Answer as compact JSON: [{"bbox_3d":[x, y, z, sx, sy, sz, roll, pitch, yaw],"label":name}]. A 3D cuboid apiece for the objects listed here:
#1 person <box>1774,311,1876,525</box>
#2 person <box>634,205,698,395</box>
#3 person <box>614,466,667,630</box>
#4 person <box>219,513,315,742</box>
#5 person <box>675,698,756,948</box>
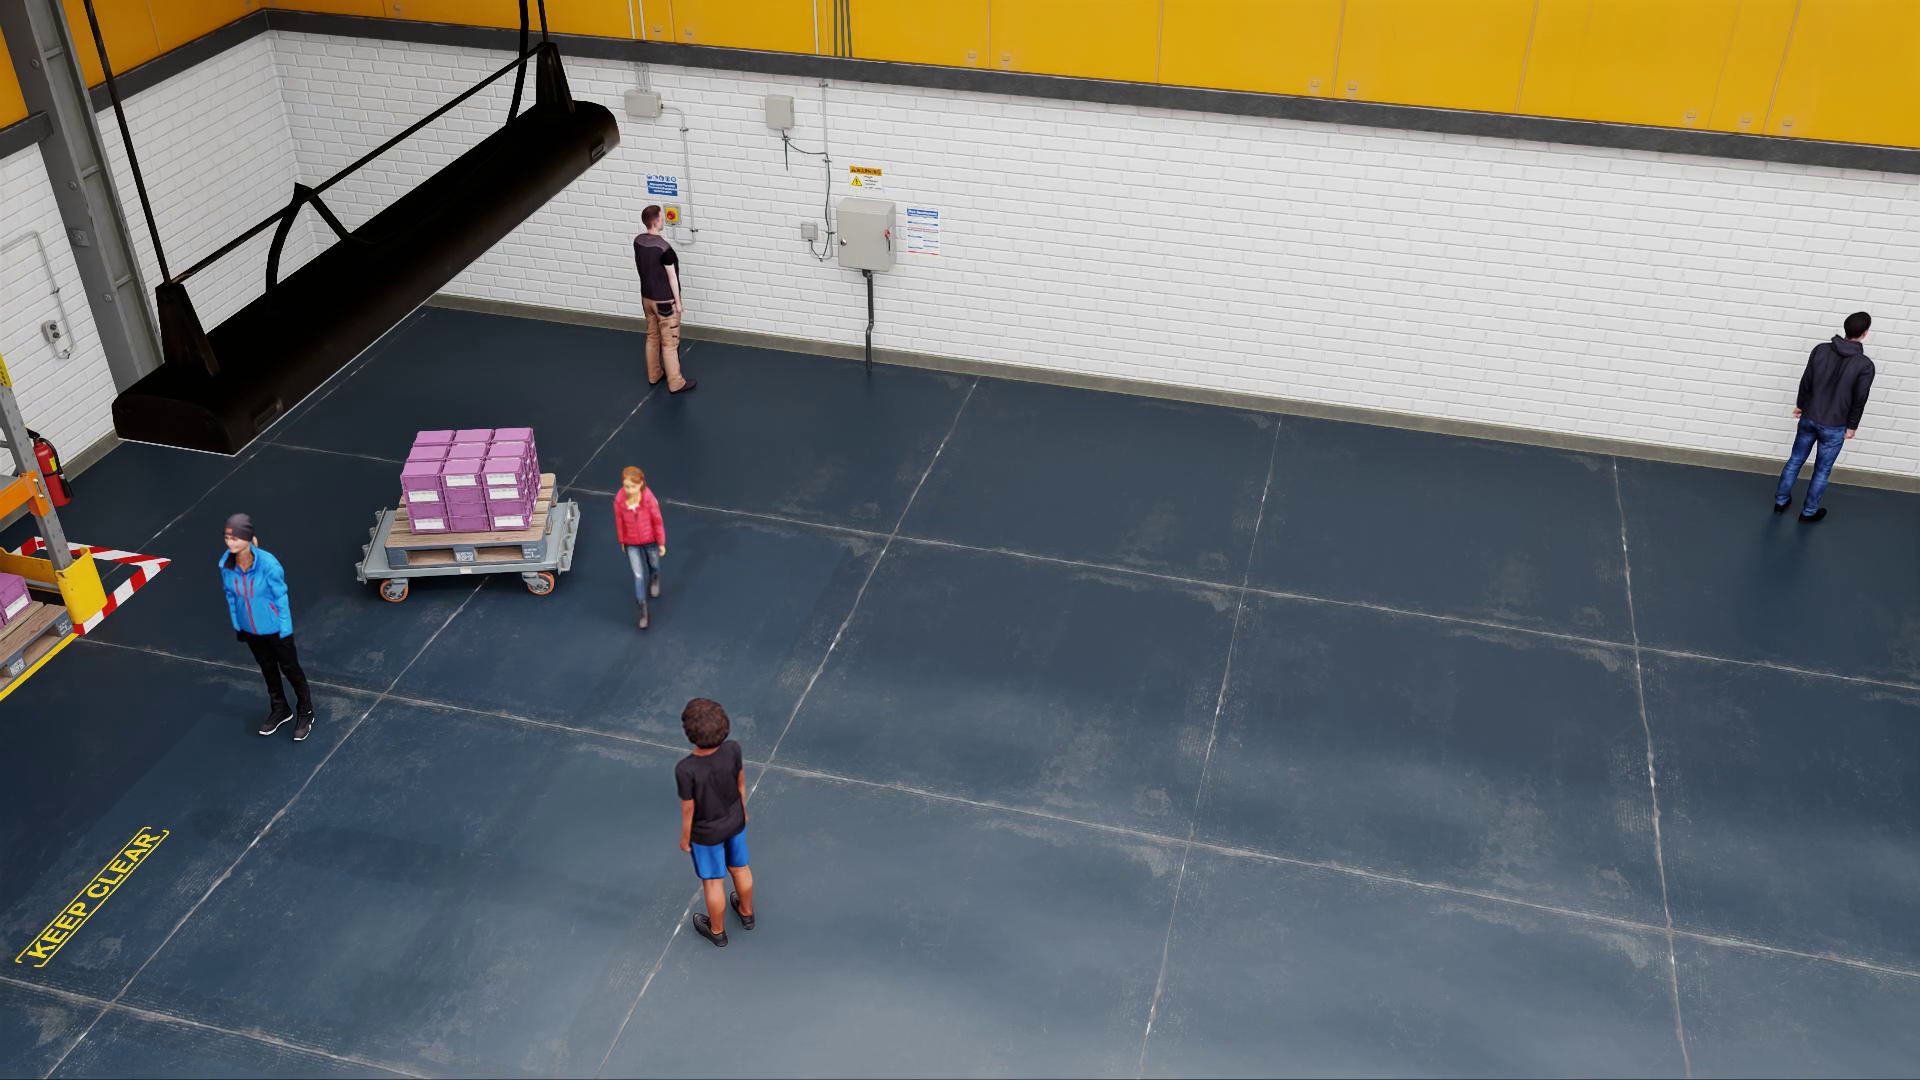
[{"bbox_3d":[7.161,-1.017,13.776,0.773,1.892,0.764,-26,41,-33],"label":"person"},{"bbox_3d":[-2.851,-2.298,15.749,0.769,1.840,0.753,26,41,33],"label":"person"},{"bbox_3d":[-2.443,-0.026,12.830,0.734,1.288,0.973,-4,34,-6],"label":"person"},{"bbox_3d":[-4.772,0.592,11.441,0.613,1.796,0.513,8,34,11],"label":"person"},{"bbox_3d":[-1.437,1.667,9.822,0.693,1.800,0.773,-24,41,-32],"label":"person"}]
